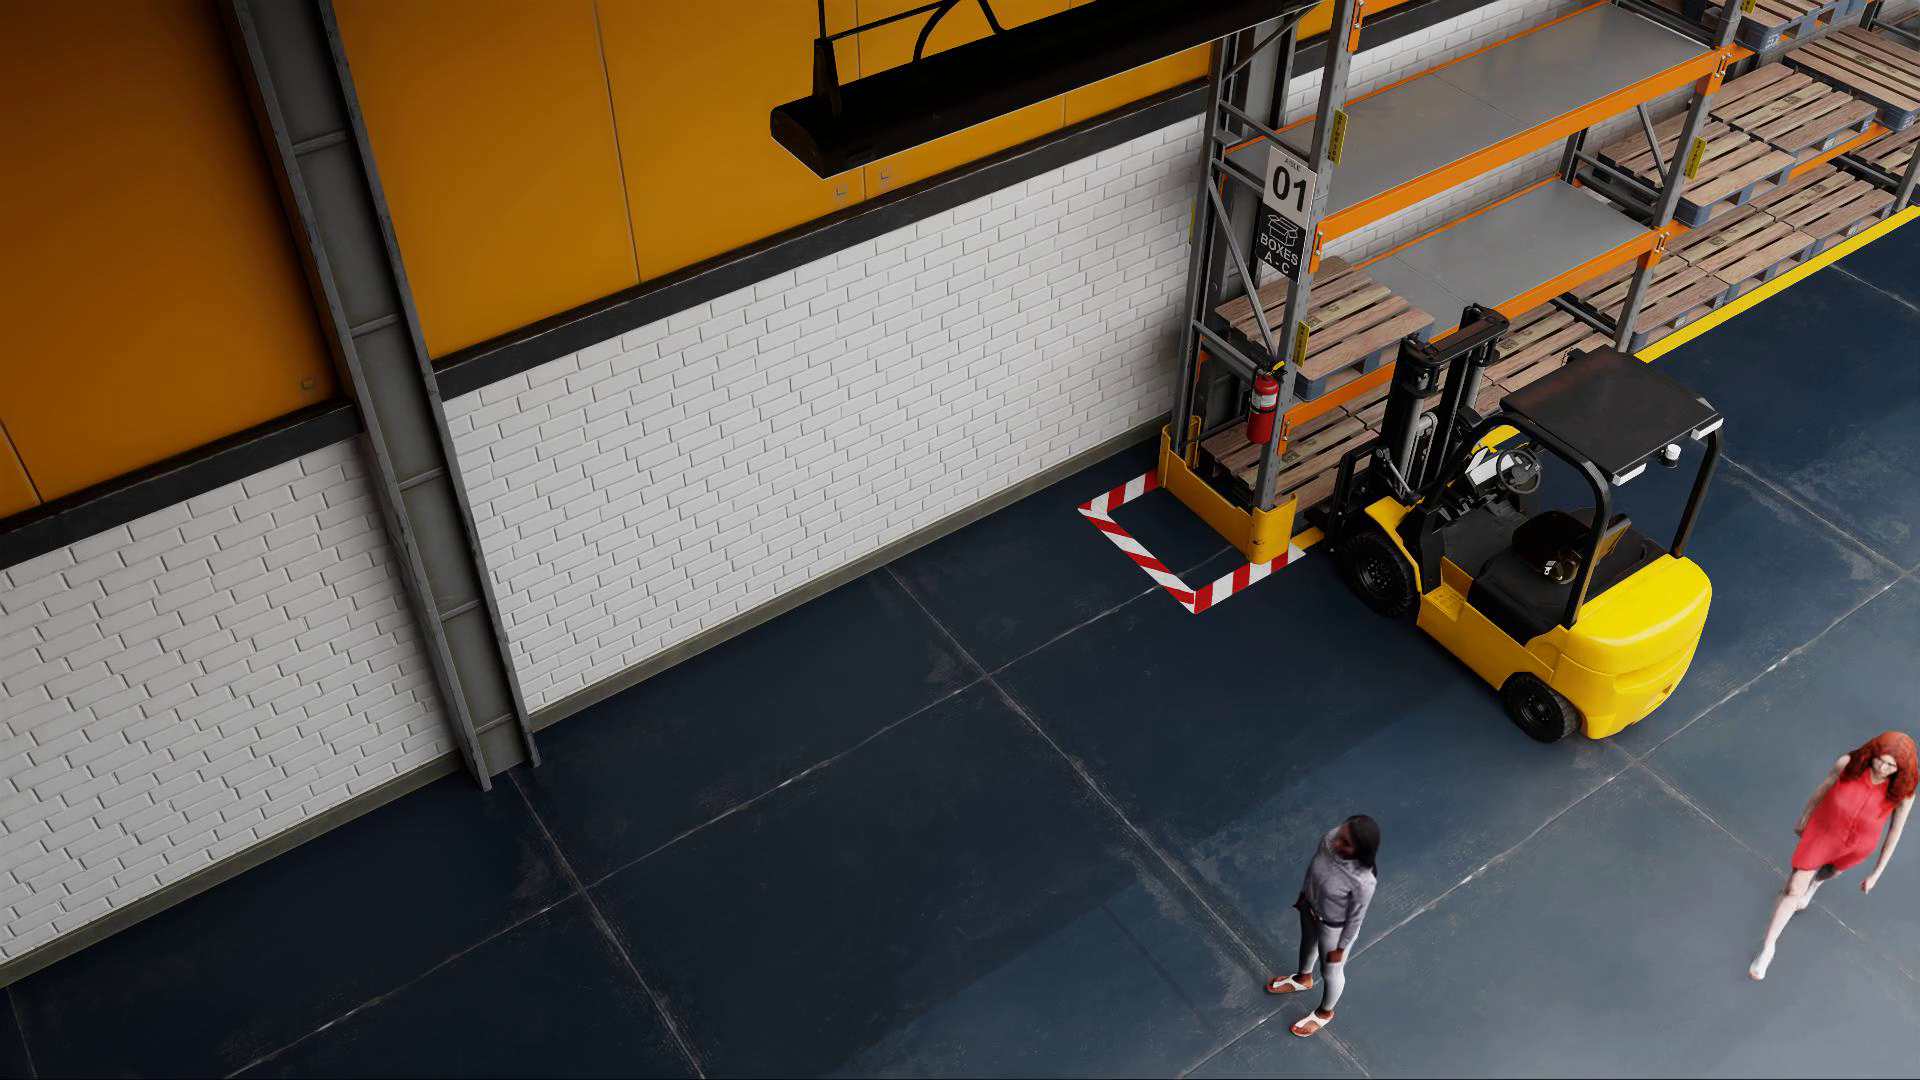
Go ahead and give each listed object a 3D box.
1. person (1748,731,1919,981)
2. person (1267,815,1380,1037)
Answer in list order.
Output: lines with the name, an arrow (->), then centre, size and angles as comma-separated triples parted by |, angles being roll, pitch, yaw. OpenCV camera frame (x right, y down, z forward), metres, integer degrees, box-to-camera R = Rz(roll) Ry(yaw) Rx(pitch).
person -> 4.901, 1.630, 9.222 | 0.857, 1.777, 1.188 | 28, 50, 26
person -> 1.967, 2.020, 8.853 | 0.603, 1.721, 0.640 | -15, 46, -15
